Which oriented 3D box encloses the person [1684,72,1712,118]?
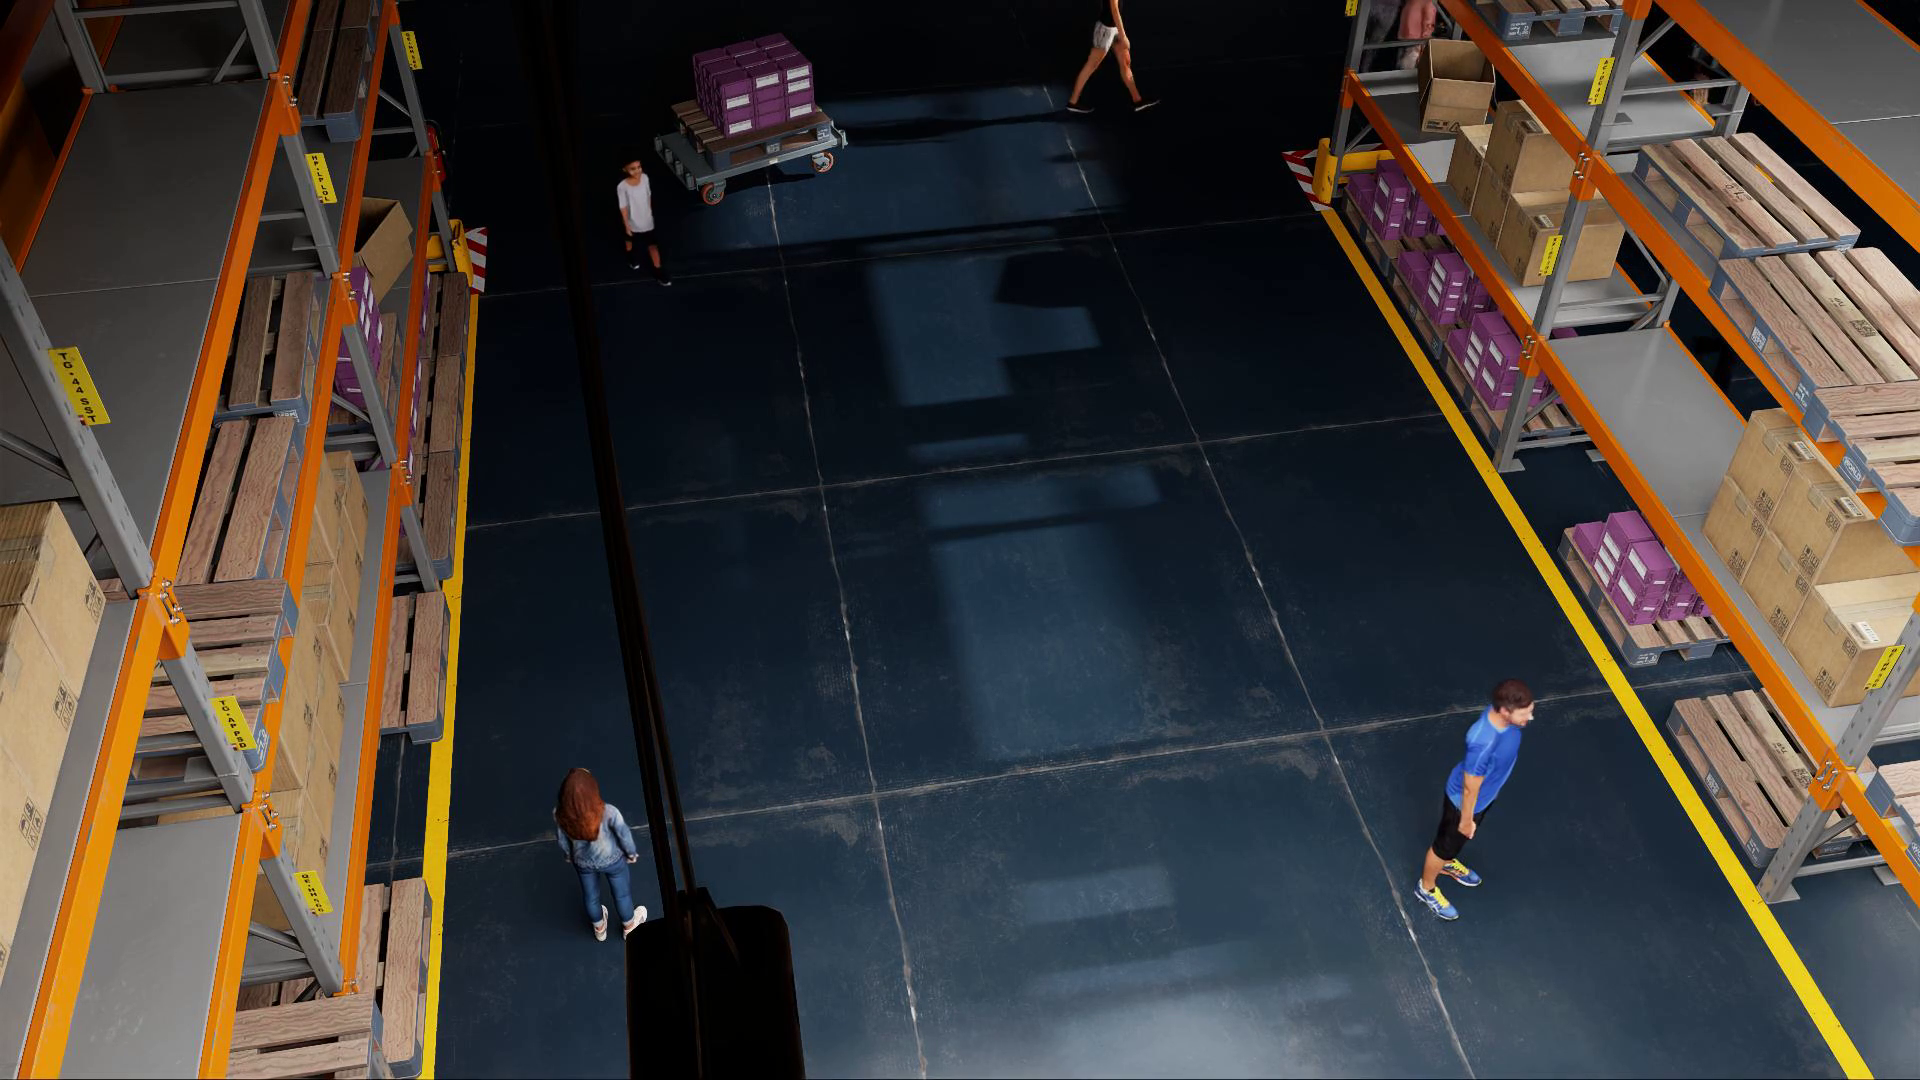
[{"bbox_3d":[6.309,-3.217,14.516,0.882,1.650,1.193,-20,47,-20],"label":"person"}]

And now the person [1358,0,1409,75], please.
[{"bbox_3d":[4.176,-5.225,16.629,0.884,1.643,0.931,29,51,27],"label":"person"}]

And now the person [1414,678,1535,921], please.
[{"bbox_3d":[2.922,1.428,9.485,0.749,1.867,0.700,29,51,27],"label":"person"}]

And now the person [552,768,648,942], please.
[{"bbox_3d":[-2.047,1.782,9.395,0.610,1.477,0.563,1,44,2],"label":"person"}]

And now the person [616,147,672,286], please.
[{"bbox_3d":[-2.839,-2.847,14.430,0.701,1.233,0.947,-24,49,-23],"label":"person"}]

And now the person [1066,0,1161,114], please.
[{"bbox_3d":[1.353,-4.984,16.272,0.949,1.787,1.169,8,44,8],"label":"person"}]
